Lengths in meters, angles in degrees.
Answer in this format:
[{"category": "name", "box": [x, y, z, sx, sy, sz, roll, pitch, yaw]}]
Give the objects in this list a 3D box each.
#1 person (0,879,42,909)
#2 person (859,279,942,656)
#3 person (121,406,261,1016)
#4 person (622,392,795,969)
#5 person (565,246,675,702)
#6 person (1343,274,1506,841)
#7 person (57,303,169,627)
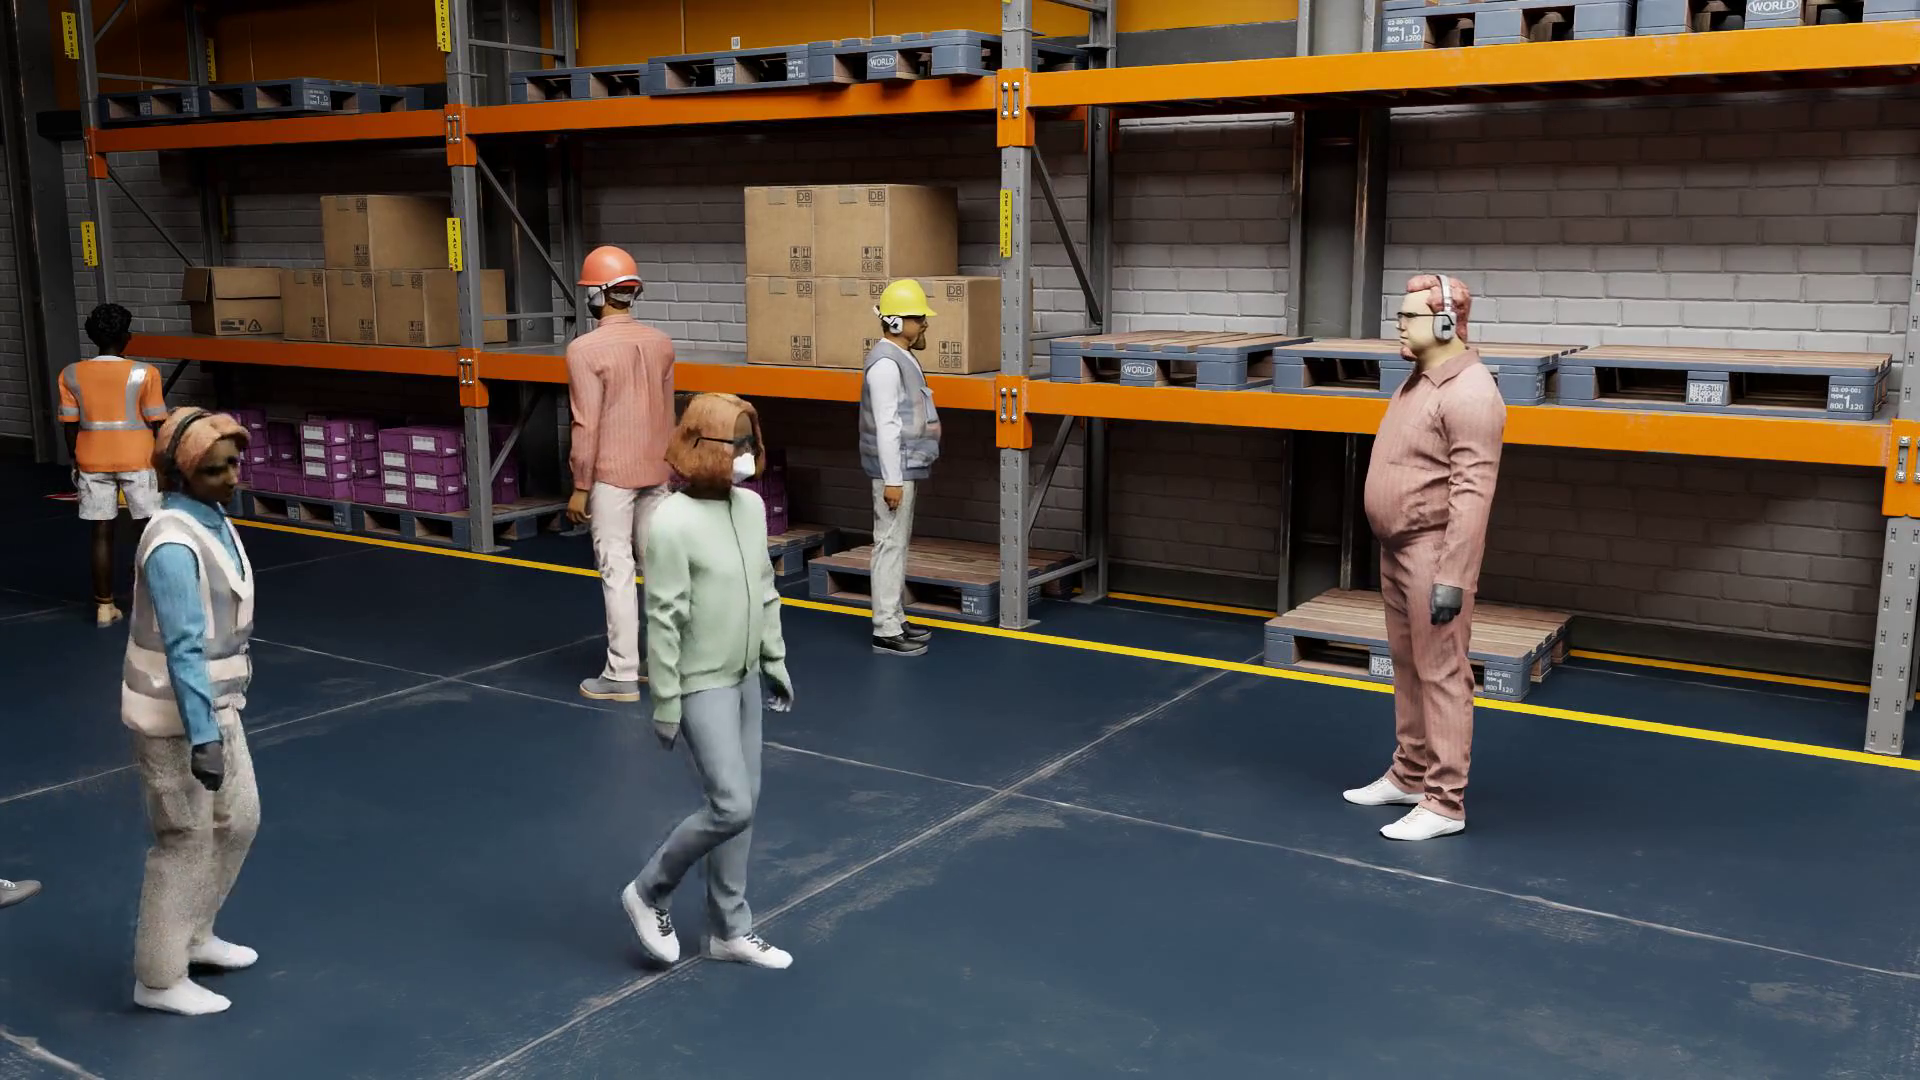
[{"category": "person", "box": [-3.130, 0.226, 4.926, 0.563, 1.844, 0.389, 4, 11, 19]}, {"category": "person", "box": [-0.290, -0.359, 8.195, 0.403, 1.831, 0.596, 1, 10, 5]}, {"category": "person", "box": [-1.982, 0.456, 4.278, 0.442, 1.611, 0.535, -2, 10, -10]}, {"category": "person", "box": [-0.668, 0.402, 4.557, 0.384, 1.620, 0.506, 4, 11, 21]}, {"category": "person", "box": [-1.500, -0.286, 7.342, 0.394, 1.994, 0.612, 7, 12, 33]}, {"category": "person", "box": [1.575, 0.060, 5.672, 0.407, 1.908, 0.641, -1, 10, -5]}, {"category": "person", "box": [-4.402, -0.385, 8.716, 0.540, 1.695, 0.317, -1, 10, -6]}]
